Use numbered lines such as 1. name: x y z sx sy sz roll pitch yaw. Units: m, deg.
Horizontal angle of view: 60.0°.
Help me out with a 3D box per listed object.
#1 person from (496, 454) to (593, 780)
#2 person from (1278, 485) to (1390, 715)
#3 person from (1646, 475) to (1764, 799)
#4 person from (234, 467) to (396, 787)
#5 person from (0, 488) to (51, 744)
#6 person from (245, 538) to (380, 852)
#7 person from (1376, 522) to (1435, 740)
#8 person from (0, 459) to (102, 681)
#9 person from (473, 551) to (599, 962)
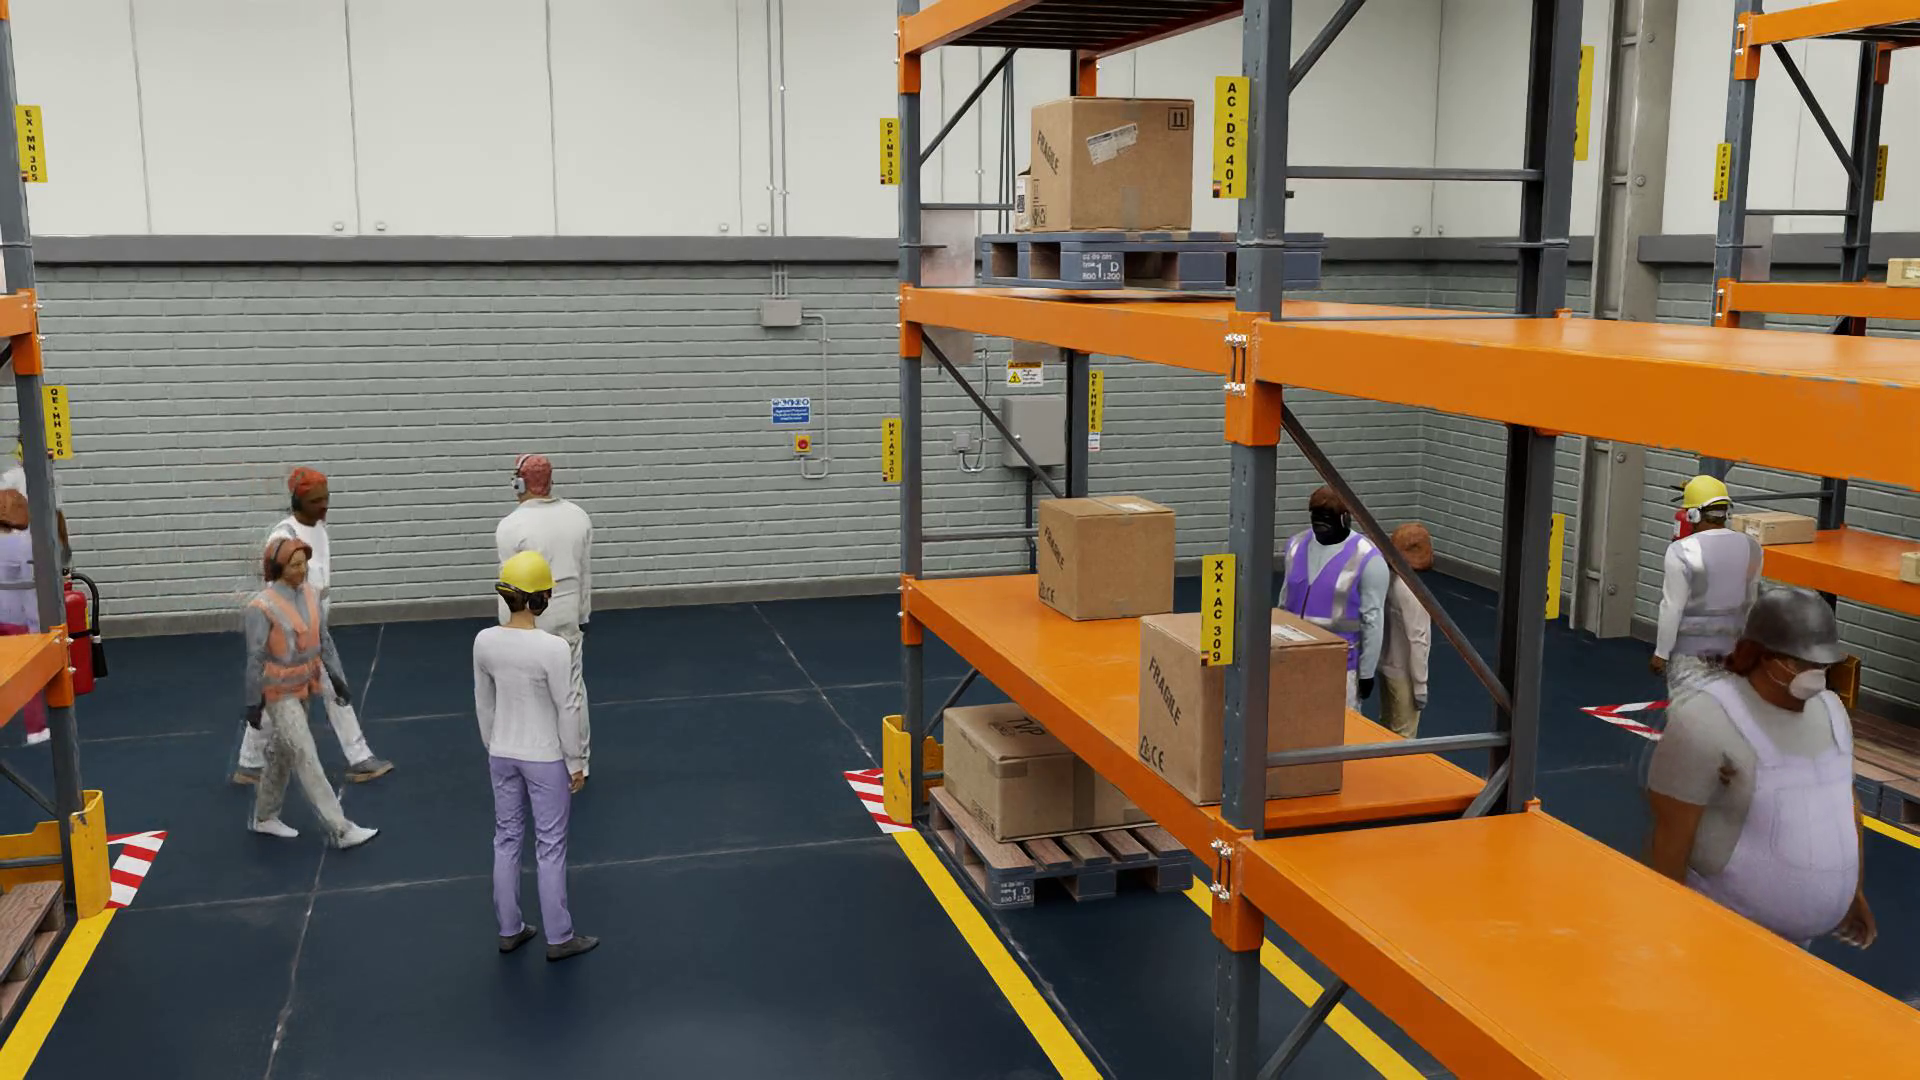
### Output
1. person: -2.351 0.463 9.324 0.402 1.904 0.652 7 12 33
2. person: 1.900 0.619 8.644 0.429 1.837 0.624 -9 13 -41
3. person: 4.011 0.558 9.014 0.589 1.822 0.403 -3 10 -15
4. person: -3.658 0.499 9.285 0.985 1.832 0.609 1 10 7
5. person: -5.757 0.500 9.947 0.541 1.604 0.722 2 10 12
6. person: -3.304 0.782 8.400 0.852 1.590 0.530 2 10 10
7. person: 2.309 0.717 8.636 0.281 1.636 0.500 -1 10 -5
8. person: -6.296 0.137 11.433 0.944 1.811 0.577 2 10 10
9. person: -1.823 0.921 7.107 0.522 1.769 0.311 4 11 24
